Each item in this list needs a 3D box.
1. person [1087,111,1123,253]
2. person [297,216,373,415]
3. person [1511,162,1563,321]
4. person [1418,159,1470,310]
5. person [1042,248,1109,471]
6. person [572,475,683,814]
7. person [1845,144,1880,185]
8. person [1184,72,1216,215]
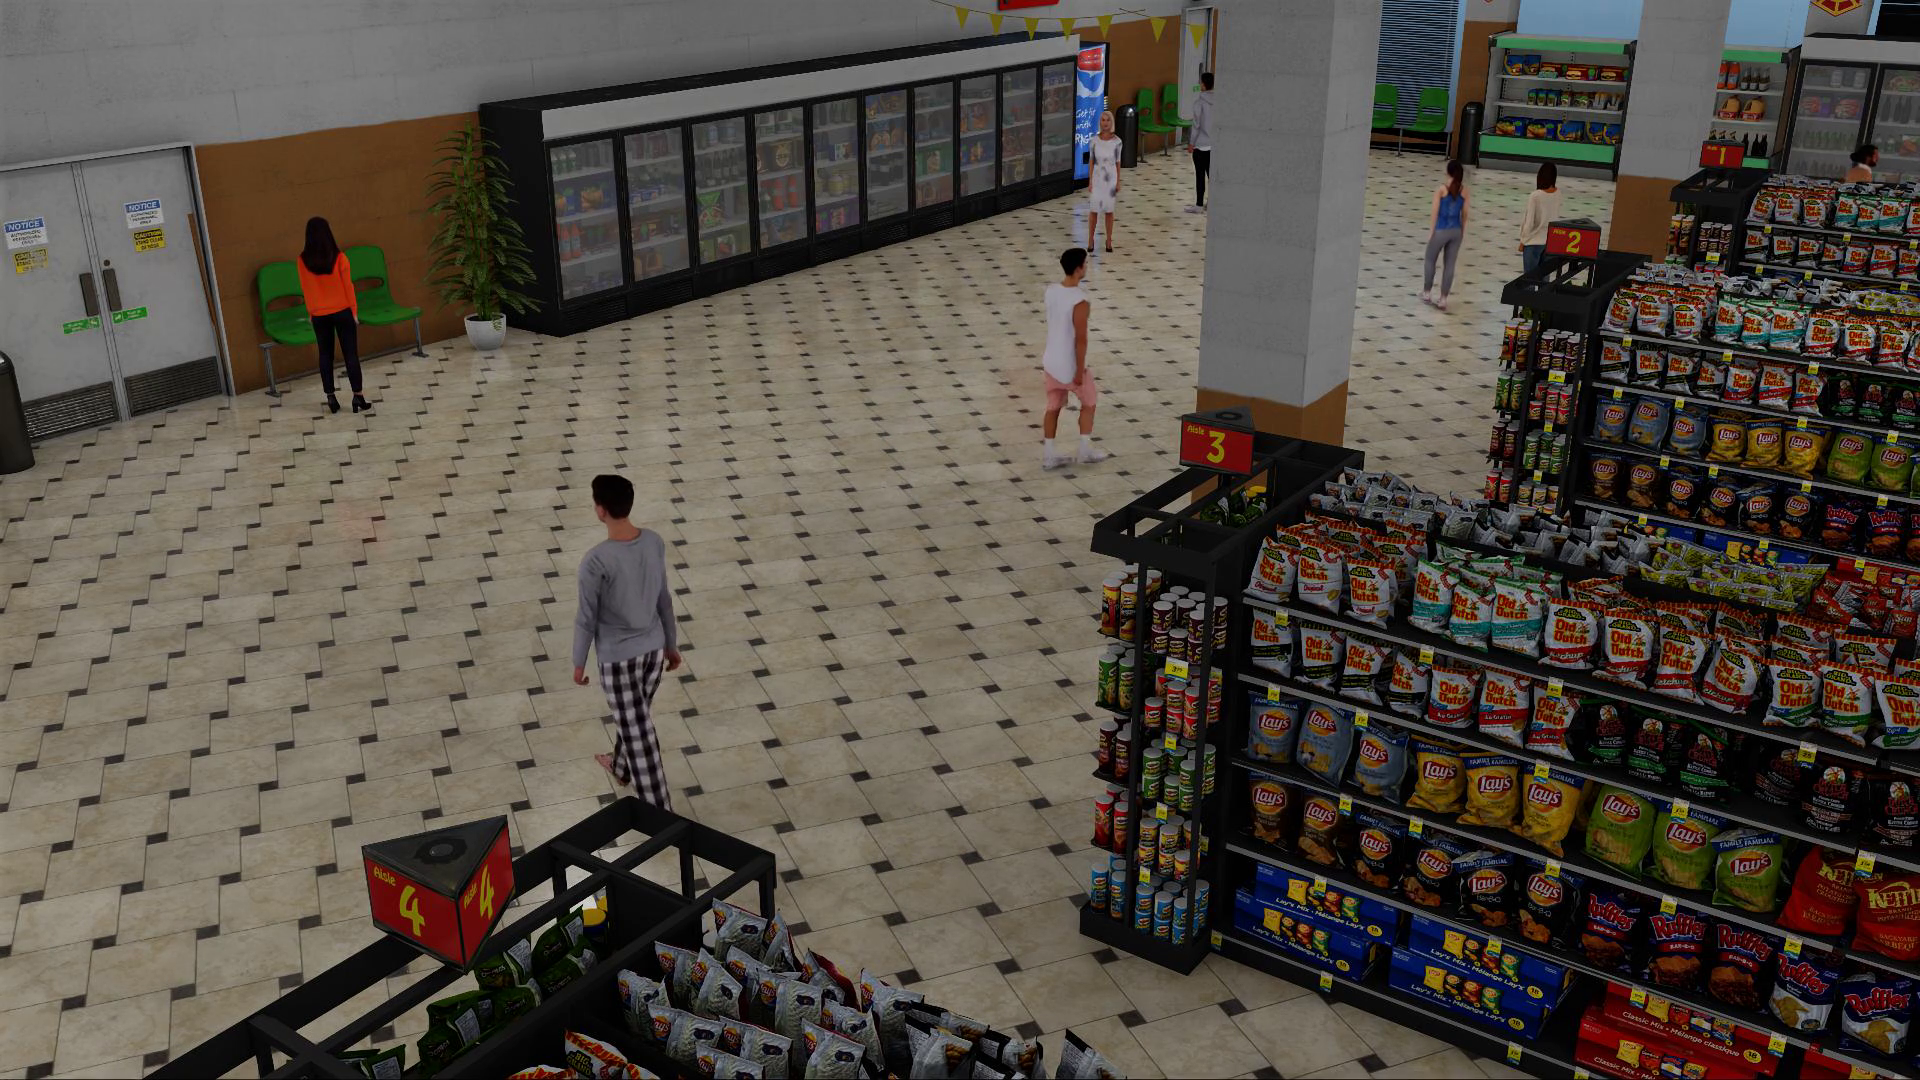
[{"bbox_3d":[1.799,-4.497,20.861,0.617,1.751,0.710,0,22,1],"label":"person"},{"bbox_3d":[-5.500,-1.970,14.573,0.673,1.749,0.769,1,22,1],"label":"person"},{"bbox_3d":[6.136,-3.153,17.608,0.694,1.683,0.694,-11,24,-25],"label":"person"},{"bbox_3d":[5.318,-3.308,18.113,0.858,1.593,0.896,-1,22,-2],"label":"person"},{"bbox_3d":[0.767,-1.395,13.115,0.812,1.770,0.787,-17,27,-36],"label":"person"},{"bbox_3d":[-1.556,0.588,8.108,1.024,1.823,0.727,18,28,38],"label":"person"},{"bbox_3d":[9.745,-3.463,18.314,1.183,1.731,0.973,3,22,8],"label":"person"},{"bbox_3d":[3.441,-5.553,23.247,0.736,1.931,0.687,-18,28,-37],"label":"person"}]
